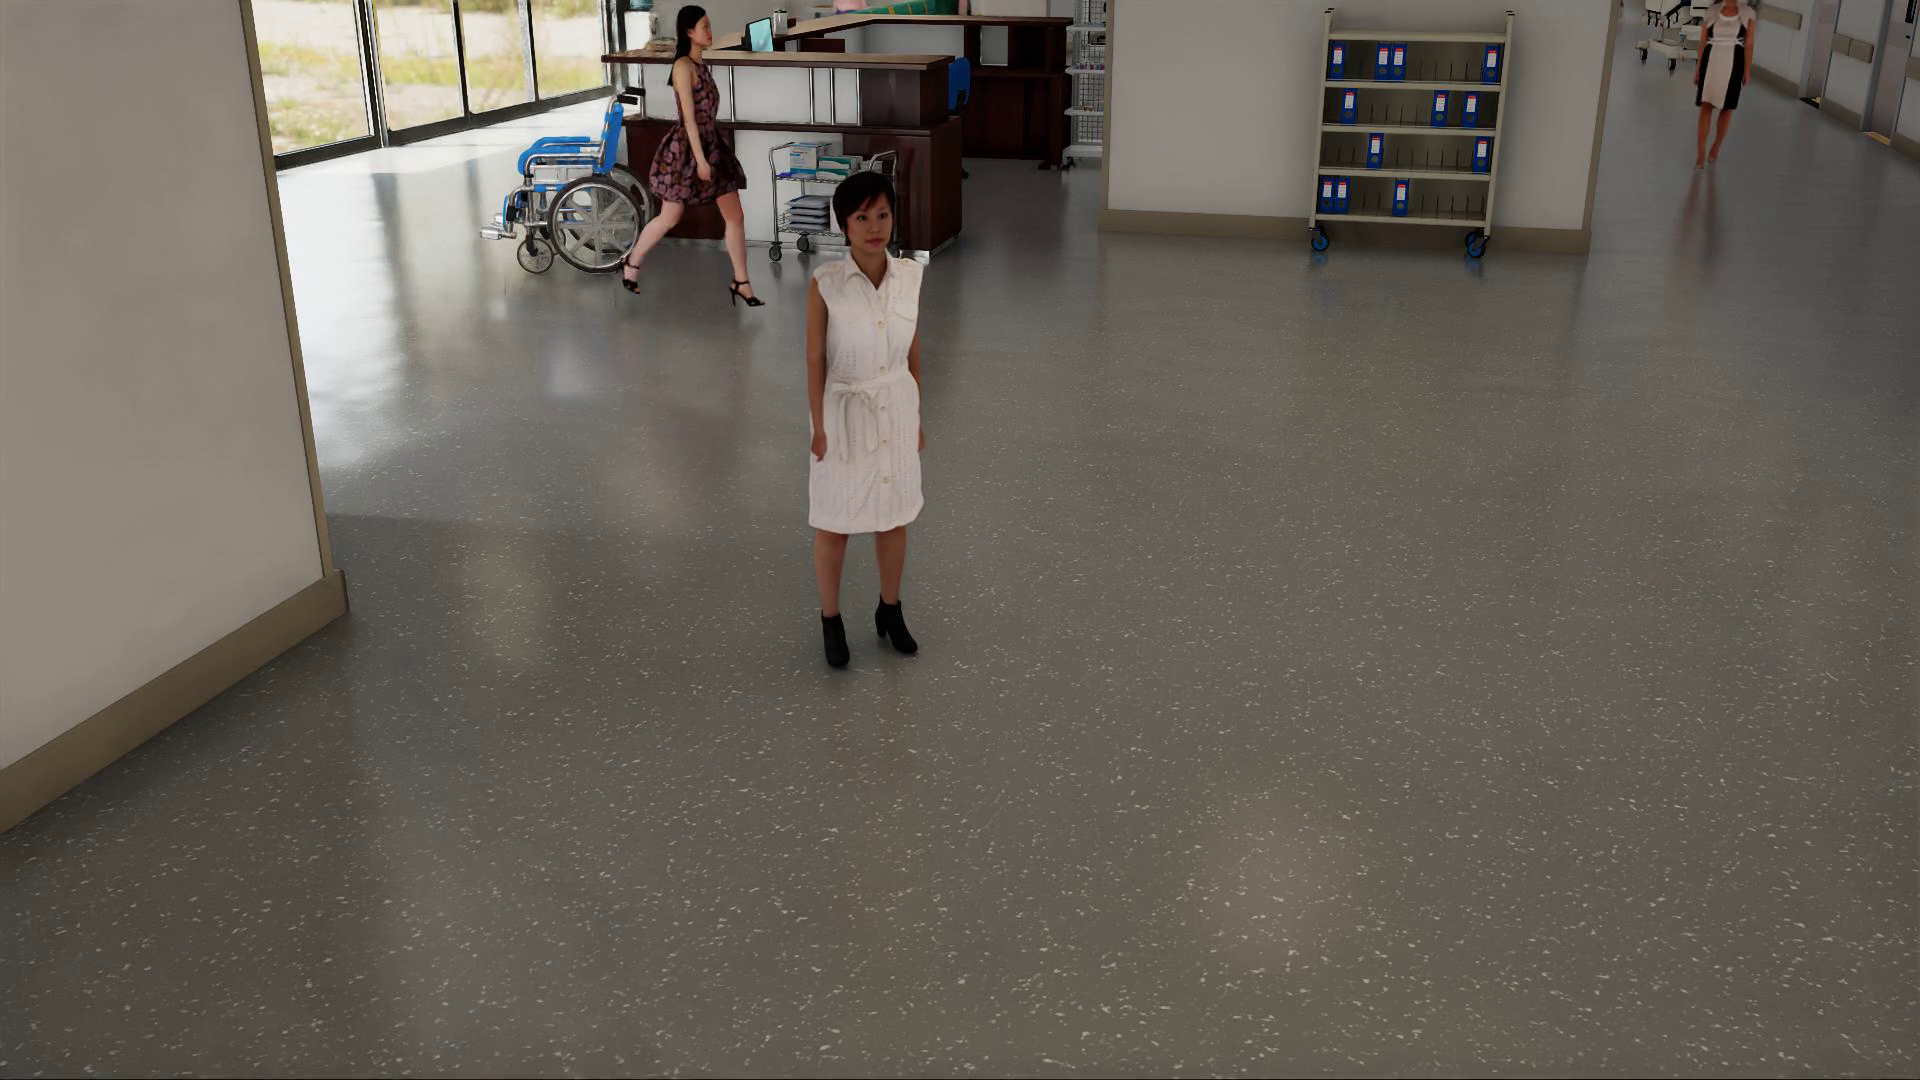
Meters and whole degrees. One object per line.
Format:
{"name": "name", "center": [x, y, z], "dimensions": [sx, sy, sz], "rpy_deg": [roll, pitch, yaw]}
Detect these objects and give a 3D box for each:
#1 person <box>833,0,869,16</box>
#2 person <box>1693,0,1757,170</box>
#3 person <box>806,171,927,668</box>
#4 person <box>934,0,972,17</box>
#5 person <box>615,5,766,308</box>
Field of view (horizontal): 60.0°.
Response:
{"name": "person", "center": [-1.630, -7.619, 24.112], "dimensions": [1.069, 1.724, 0.795], "rpy_deg": [7, 22, 18]}
{"name": "person", "center": [7.090, -4.340, 15.447], "dimensions": [0.913, 1.730, 0.826], "rpy_deg": [10, 23, 25]}
{"name": "person", "center": [-0.295, -0.374, 5.220], "dimensions": [0.628, 1.555, 0.703], "rpy_deg": [-9, 23, -22]}
{"name": "person", "center": [-0.036, -5.349, 17.999], "dimensions": [1.039, 1.809, 1.057], "rpy_deg": [-19, 28, -40]}
{"name": "person", "center": [-1.635, -2.194, 9.772], "dimensions": [1.143, 1.735, 0.611], "rpy_deg": [6, 21, 14]}
